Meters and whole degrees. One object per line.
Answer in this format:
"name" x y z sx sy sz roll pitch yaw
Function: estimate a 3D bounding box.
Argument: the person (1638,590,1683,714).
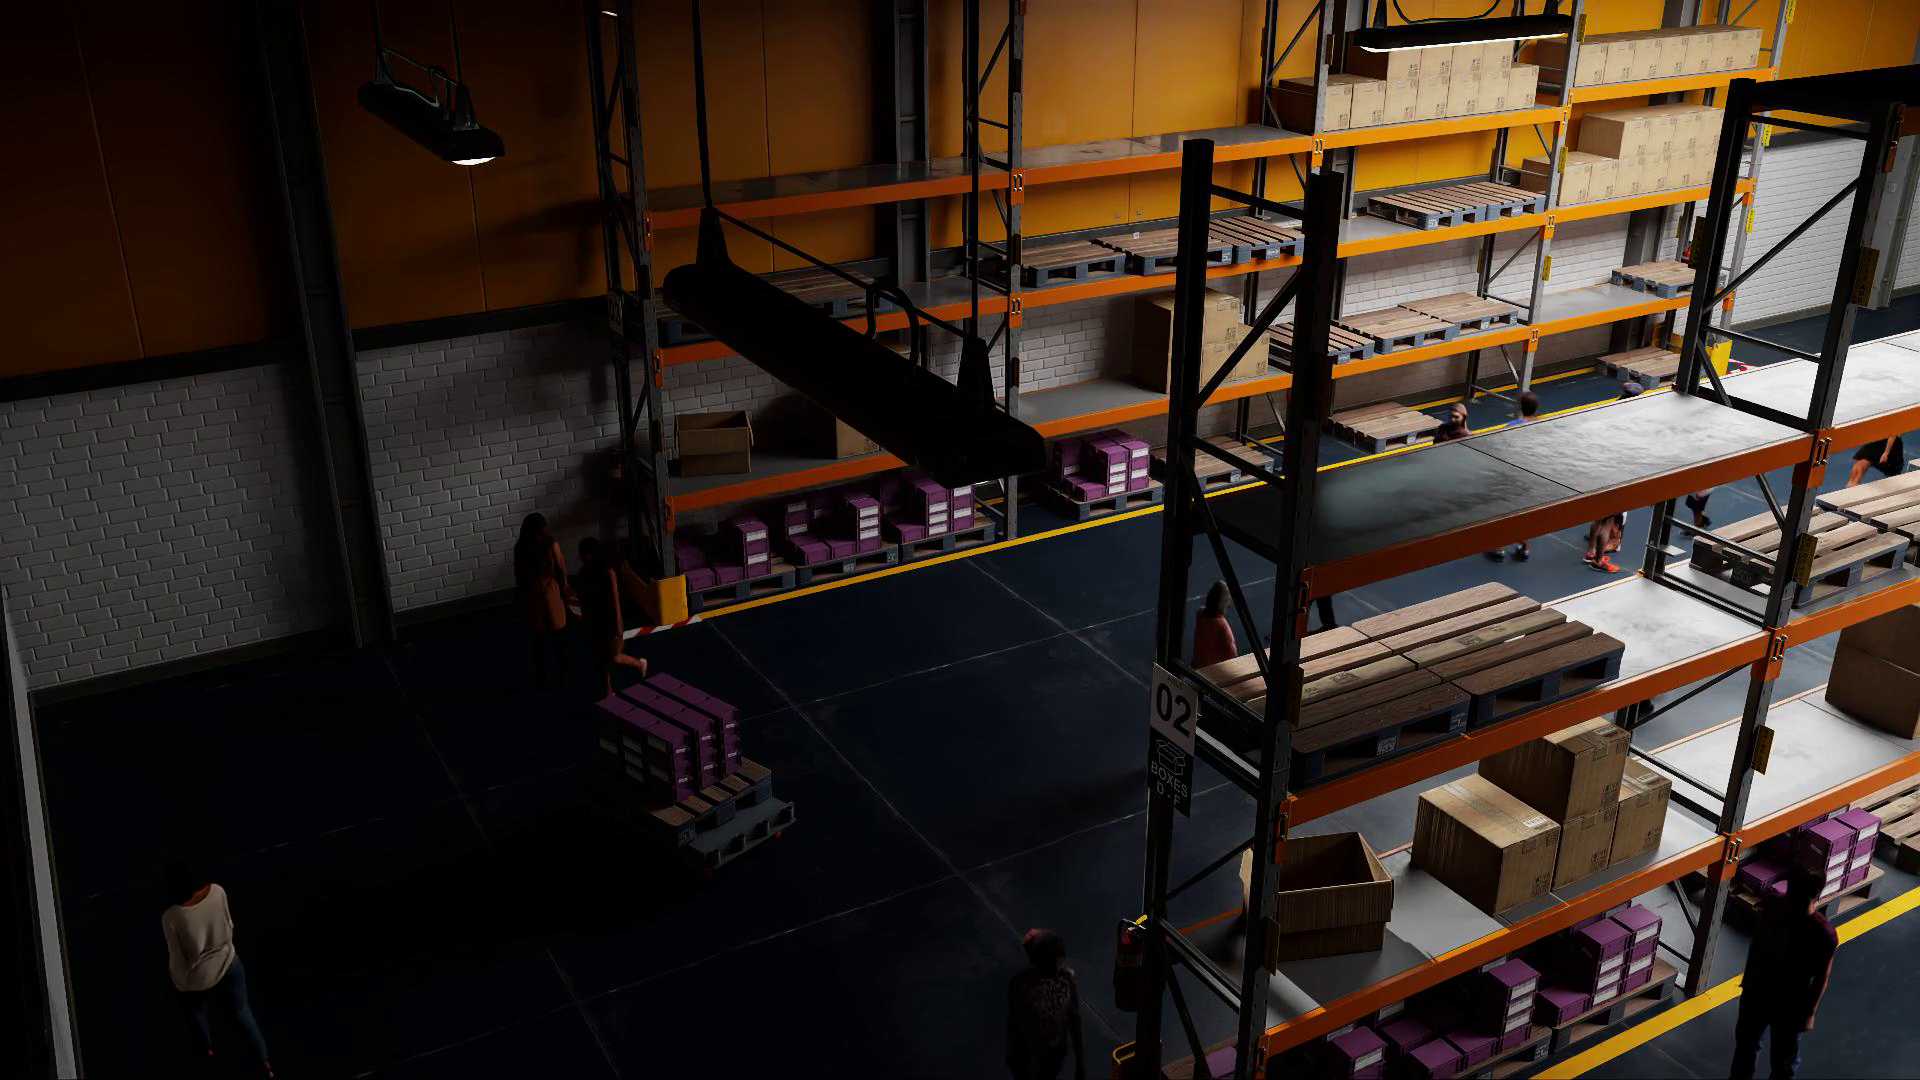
"person" 6.212 0.954 14.800 0.909 1.248 0.594 -18 29 -35

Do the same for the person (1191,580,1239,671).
"person" 1.995 1.153 13.831 1.216 1.660 0.740 -9 25 -19

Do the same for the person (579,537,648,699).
"person" -3.111 0.735 14.781 0.795 1.665 0.934 12 26 26

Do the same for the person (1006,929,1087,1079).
"person" 0.449 2.935 9.713 0.850 1.693 0.737 -8 25 -17

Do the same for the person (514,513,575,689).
"person" -3.791 0.546 15.146 0.691 1.719 0.830 -2 24 -4

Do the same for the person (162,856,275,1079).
"person" -4.590 2.706 10.303 0.949 1.640 1.102 17 29 34

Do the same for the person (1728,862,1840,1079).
"person" 4.935 2.718 10.008 0.561 1.853 0.658 -11 26 -24

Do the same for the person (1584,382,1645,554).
"person" 7.141 -0.799 18.005 0.772 1.892 0.770 0 24 1

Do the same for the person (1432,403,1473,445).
"person" 5.369 -0.695 18.074 1.124 1.647 0.612 -13 27 -27

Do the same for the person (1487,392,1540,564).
"person" 5.969 -0.658 17.721 0.657 1.862 0.757 0 24 0
